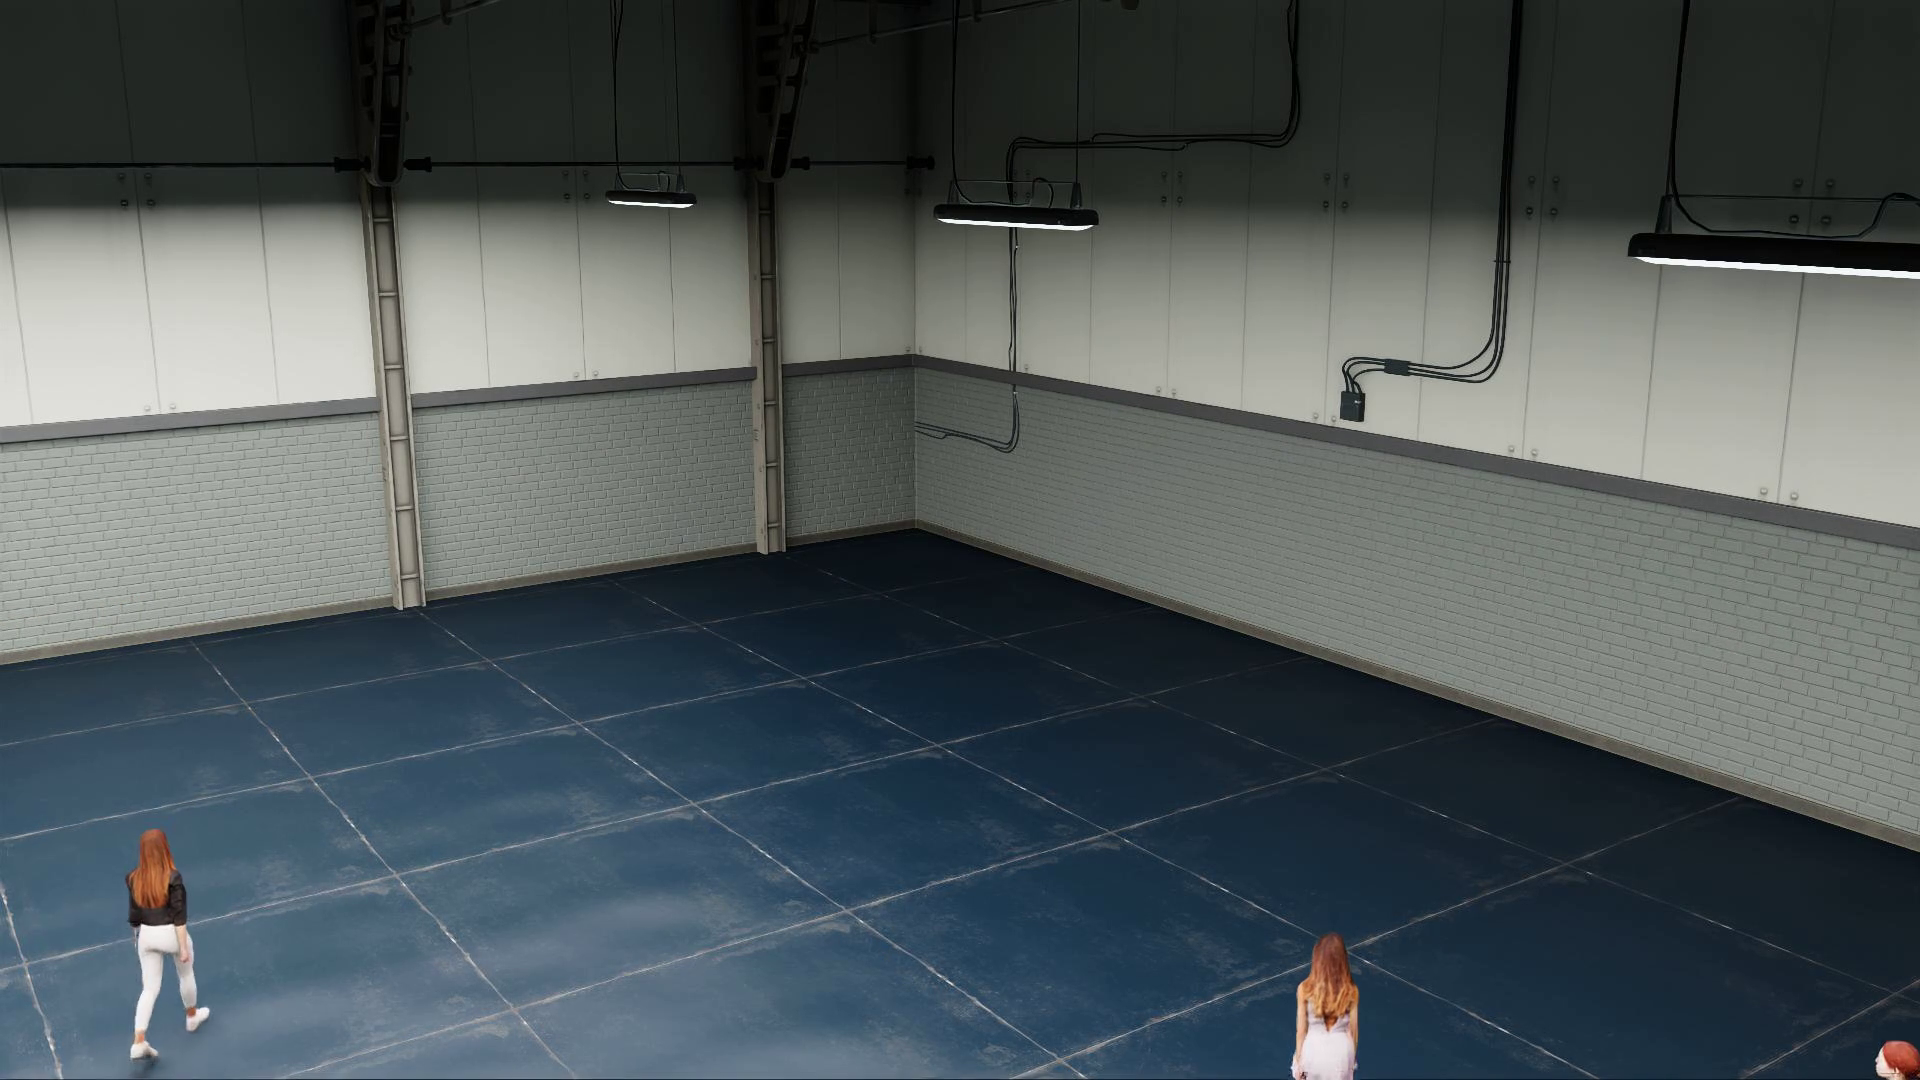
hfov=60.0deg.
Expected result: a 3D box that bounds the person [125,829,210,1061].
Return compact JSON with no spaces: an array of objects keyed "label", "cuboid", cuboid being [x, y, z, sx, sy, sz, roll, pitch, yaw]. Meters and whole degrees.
[{"label":"person","cuboid":[-5.830,2.944,12.054,1.104,1.674,1.088,1,13,3]}]

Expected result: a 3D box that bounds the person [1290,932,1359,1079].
[{"label":"person","cuboid":[2.259,3.315,10.275,0.749,1.753,0.812,3,13,14]}]
